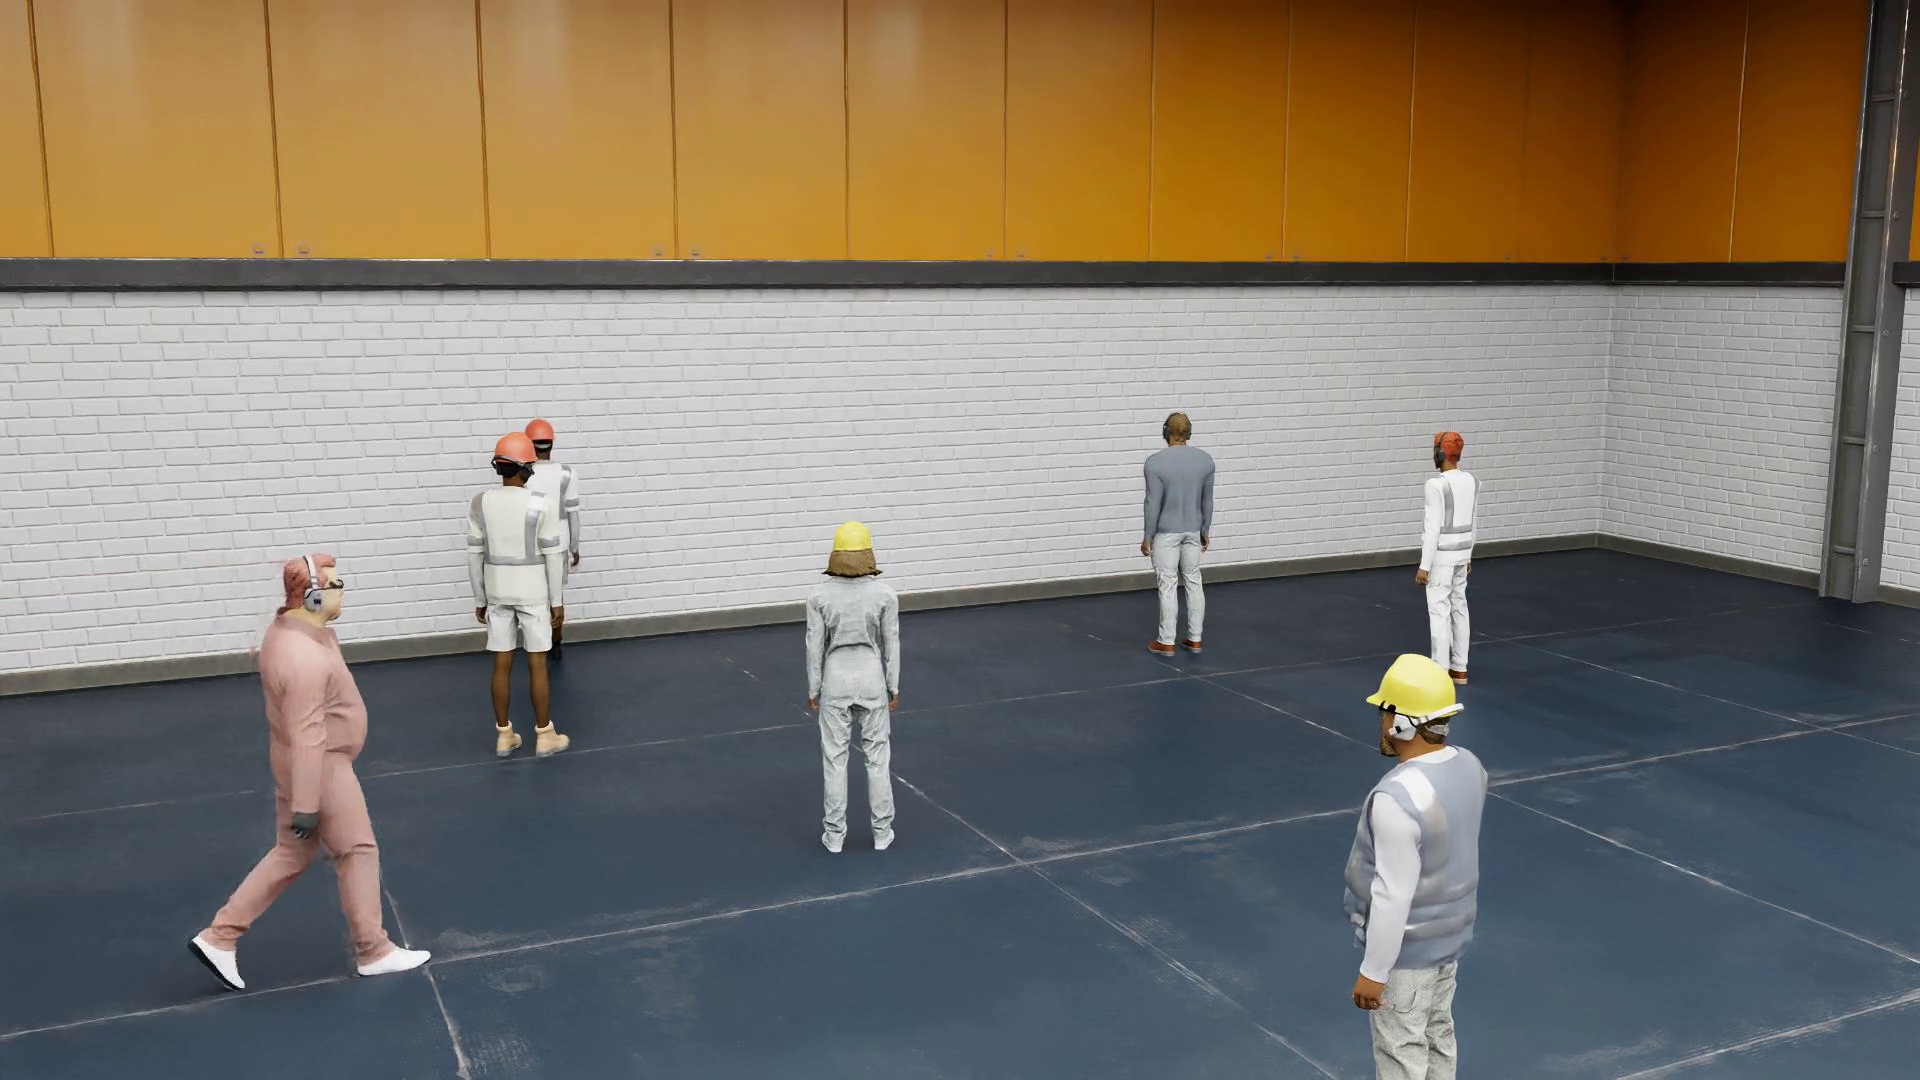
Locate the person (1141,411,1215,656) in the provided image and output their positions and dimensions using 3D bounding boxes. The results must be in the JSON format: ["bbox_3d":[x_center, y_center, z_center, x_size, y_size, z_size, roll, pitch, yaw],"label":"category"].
[{"bbox_3d":[1.720,-0.049,13.186,0.634,1.938,0.355,-4,10,-24],"label":"person"}]

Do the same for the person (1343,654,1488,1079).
[{"bbox_3d":[1.436,1.268,5.345,0.403,1.833,0.591,7,12,38],"label":"person"}]

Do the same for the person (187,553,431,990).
[{"bbox_3d":[-2.778,0.982,7.000,0.883,1.880,0.638,-6,11,-33],"label":"person"}]

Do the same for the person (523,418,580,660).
[{"bbox_3d":[-3.195,0.024,12.795,0.549,1.923,0.672,-3,10,-17],"label":"person"}]

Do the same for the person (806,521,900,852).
[{"bbox_3d":[-0.562,0.768,8.735,0.500,1.742,0.318,-1,9,-7],"label":"person"}]

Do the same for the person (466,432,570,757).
[{"bbox_3d":[-2.763,0.344,10.428,0.609,2.044,0.394,2,9,10],"label":"person"}]

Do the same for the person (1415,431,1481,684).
[{"bbox_3d":[3.549,0.147,12.142,0.584,1.882,0.337,-7,12,-38],"label":"person"}]
